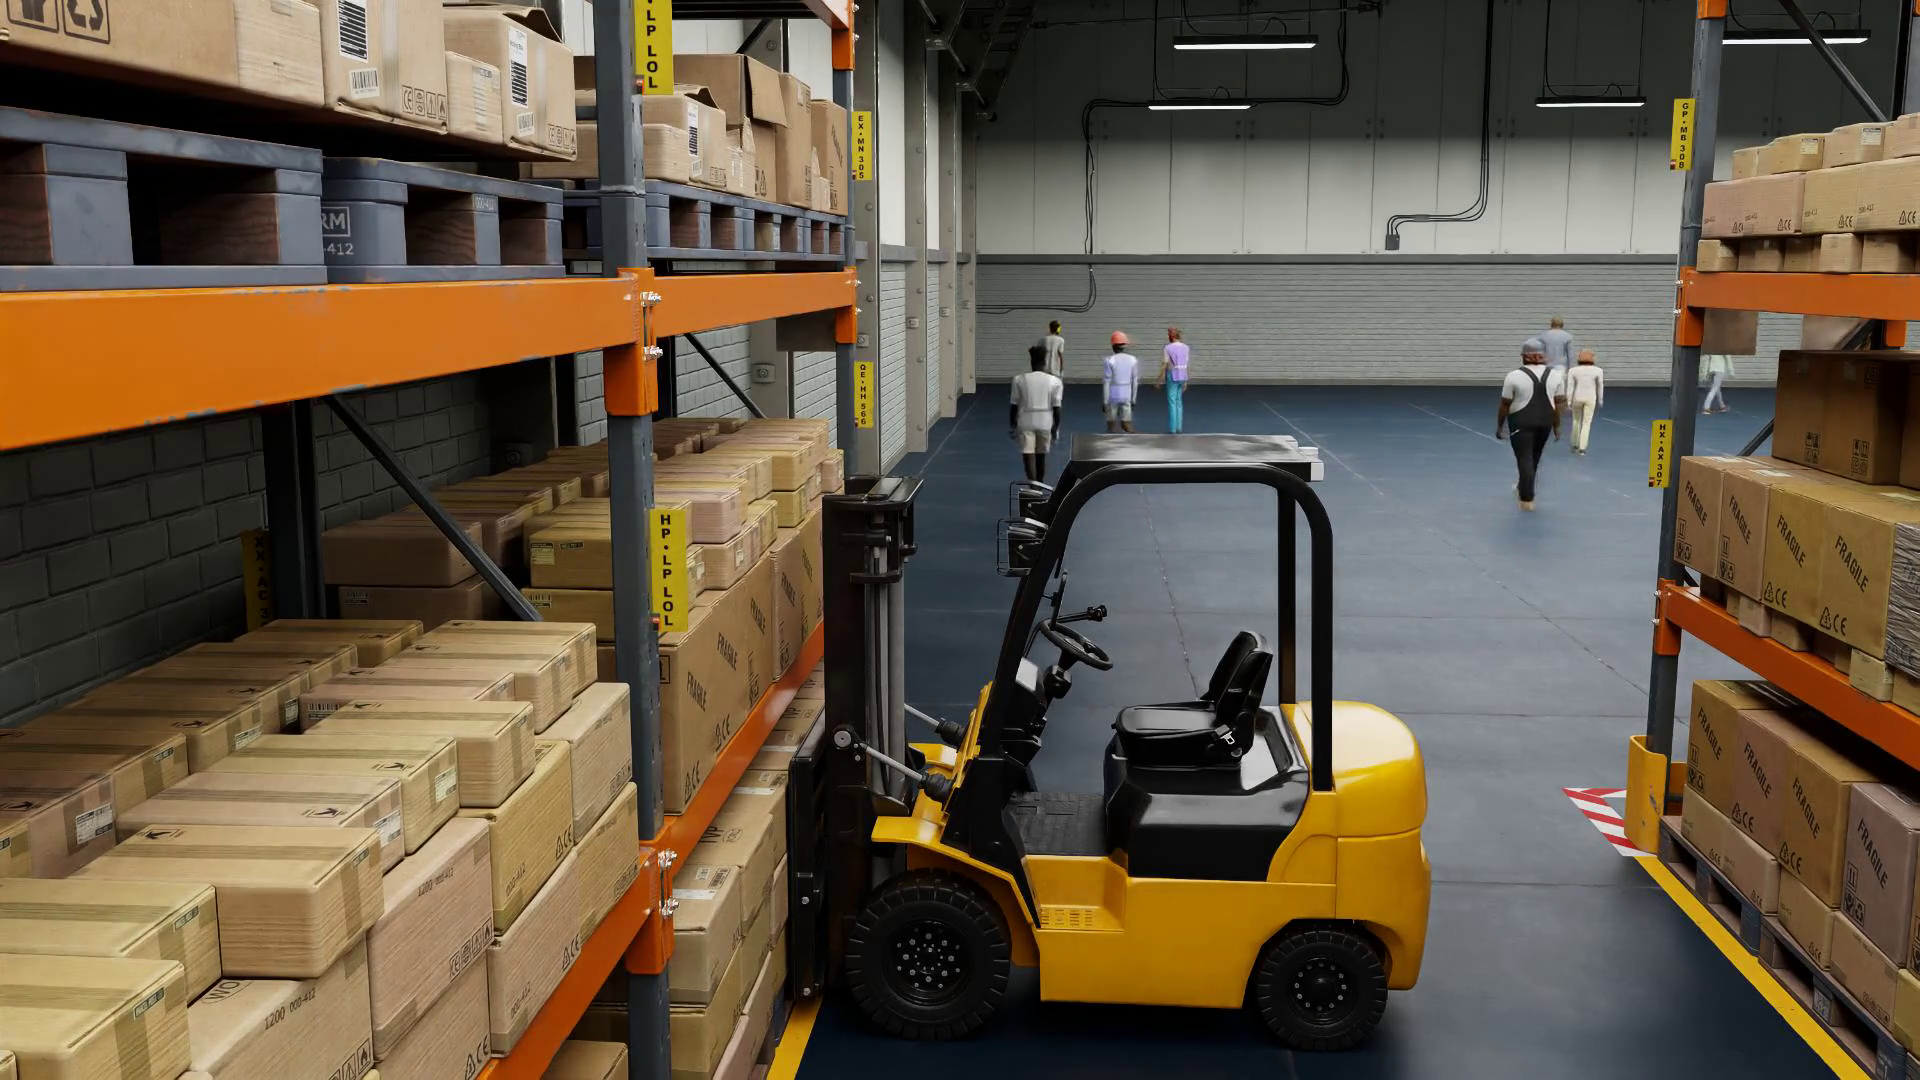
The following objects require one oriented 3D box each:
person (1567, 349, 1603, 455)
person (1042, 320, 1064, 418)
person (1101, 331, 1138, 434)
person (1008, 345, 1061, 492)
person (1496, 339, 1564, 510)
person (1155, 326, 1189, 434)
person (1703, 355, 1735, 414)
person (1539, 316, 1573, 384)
[{"bbox_3d":[9.535,-2.107,25.377,0.506,1.590,0.858,5,11,27],"label":"person"},{"bbox_3d":[1.751,-3.196,31.196,0.530,1.846,0.575,5,11,27],"label":"person"},{"bbox_3d":[2.343,-2.067,24.160,0.550,1.922,0.620,-4,10,-22],"label":"person"},{"bbox_3d":[0.912,-1.377,19.939,0.607,1.930,0.951,-2,10,-10],"label":"person"},{"bbox_3d":[6.713,-1.411,19.791,0.708,2.000,0.976,-1,9,-7],"label":"person"},{"bbox_3d":[3.611,-2.672,28.030,0.418,1.845,0.575,9,13,43],"label":"person"},{"bbox_3d":[14.707,-3.240,32.243,0.860,1.590,0.498,-4,10,-23],"label":"person"},{"bbox_3d":[11.409,-3.344,31.919,0.637,1.916,0.851,5,10,27],"label":"person"}]
